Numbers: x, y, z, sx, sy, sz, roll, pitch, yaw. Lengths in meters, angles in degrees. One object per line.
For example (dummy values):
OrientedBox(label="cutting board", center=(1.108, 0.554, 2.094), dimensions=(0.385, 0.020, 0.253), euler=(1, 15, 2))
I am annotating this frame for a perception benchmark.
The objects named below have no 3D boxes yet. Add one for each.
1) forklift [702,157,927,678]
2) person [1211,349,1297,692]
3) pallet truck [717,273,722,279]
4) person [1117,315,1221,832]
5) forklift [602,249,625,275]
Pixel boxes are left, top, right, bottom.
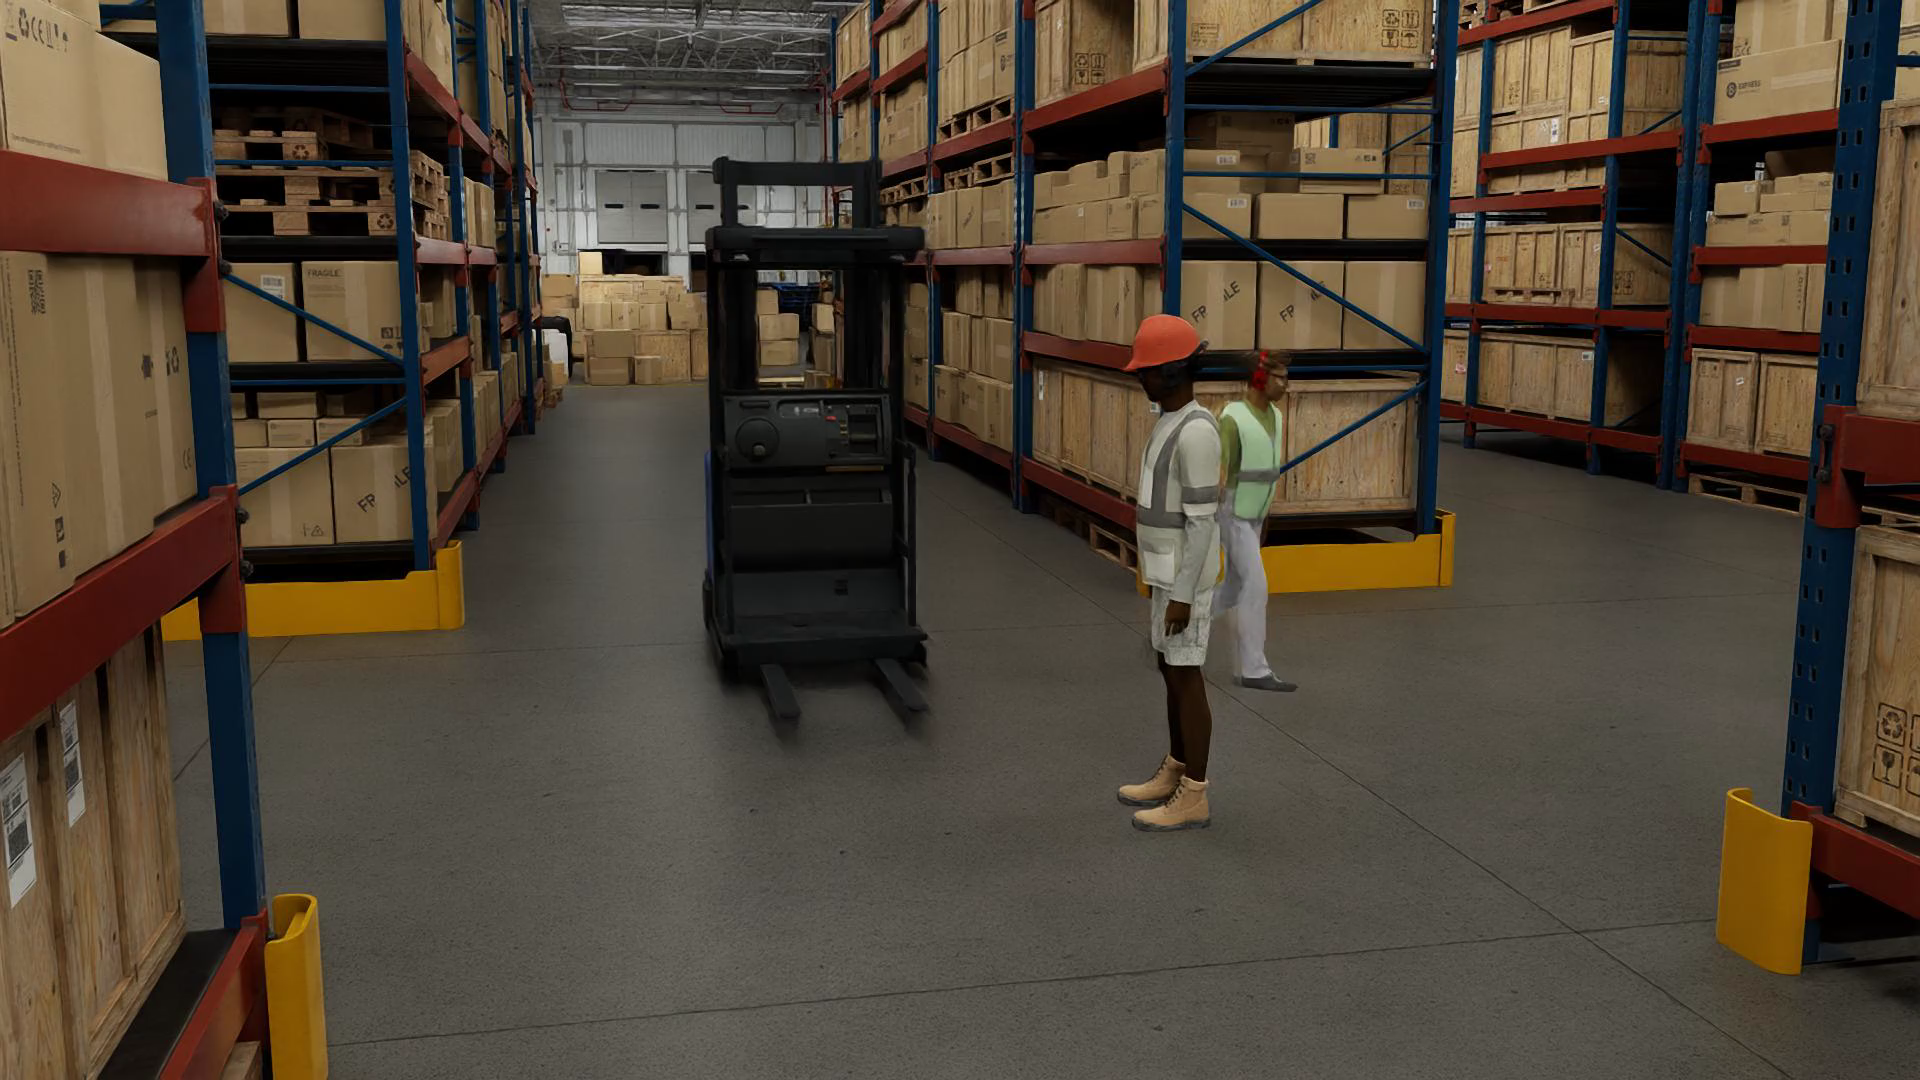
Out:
OrientedBox(label="forklift", center=(-0.923, -0.787, 9.623), dimensions=(1.129, 2.768, 1.873), euler=(-2, 10, -12))
OrientedBox(label="person", center=(1.426, -0.120, 8.840), dimensions=(0.785, 1.810, 0.592), euler=(6, 11, 32))
OrientedBox(label="pallet truck", center=(-8.580, -8.986, 62.280), dimensions=(1.885, 1.965, 0.823), euler=(1, 9, 5))
OrientedBox(label="person", center=(0.827, 0.135, 6.574), dimensions=(0.392, 2.034, 0.605), euler=(0, 9, -2))
OrientedBox(label="forklift", center=(-11.455, -8.235, 55.018), dimensions=(1.129, 2.768, 1.873), euler=(8, 12, 40))
